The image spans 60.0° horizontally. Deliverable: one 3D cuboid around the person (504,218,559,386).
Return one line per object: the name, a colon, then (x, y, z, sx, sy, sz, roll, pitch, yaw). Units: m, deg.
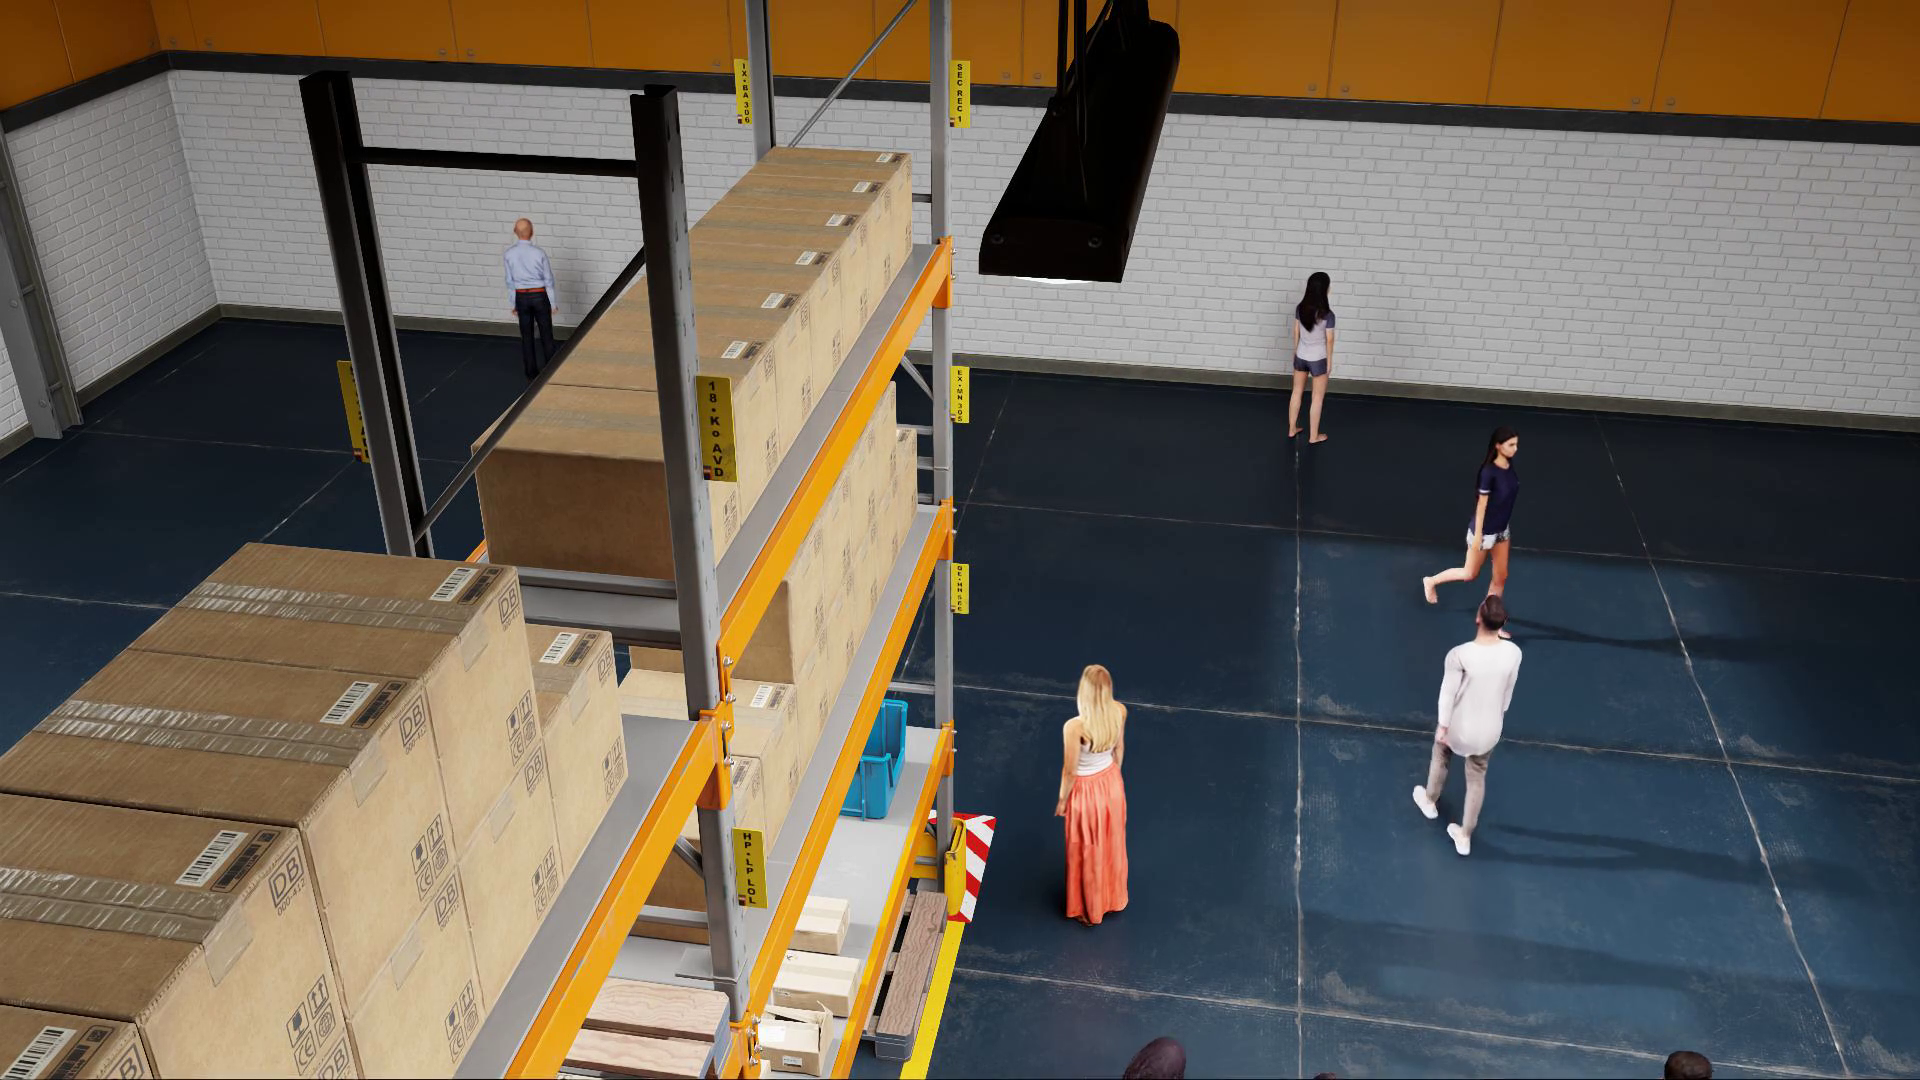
person: (-4.452, -2.468, 17.329, 0.692, 1.789, 0.625, -1, 29, -2)

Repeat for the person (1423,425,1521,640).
person: (4.068, -0.097, 13.035, 1.039, 1.740, 1.035, -23, 36, -36)

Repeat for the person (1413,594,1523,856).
person: (3.279, 1.211, 10.558, 0.821, 1.815, 0.982, -2, 29, -4)

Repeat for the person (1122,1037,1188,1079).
person: (0.748, 2.972, 7.446, 0.747, 1.704, 0.730, -14, 31, -23)

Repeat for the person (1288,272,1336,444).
person: (3.414, -1.779, 16.152, 0.677, 1.707, 0.705, 25, 38, 38)

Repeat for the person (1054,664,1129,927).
person: (0.801, 1.532, 9.984, 0.727, 1.801, 0.785, -18, 33, -30)
